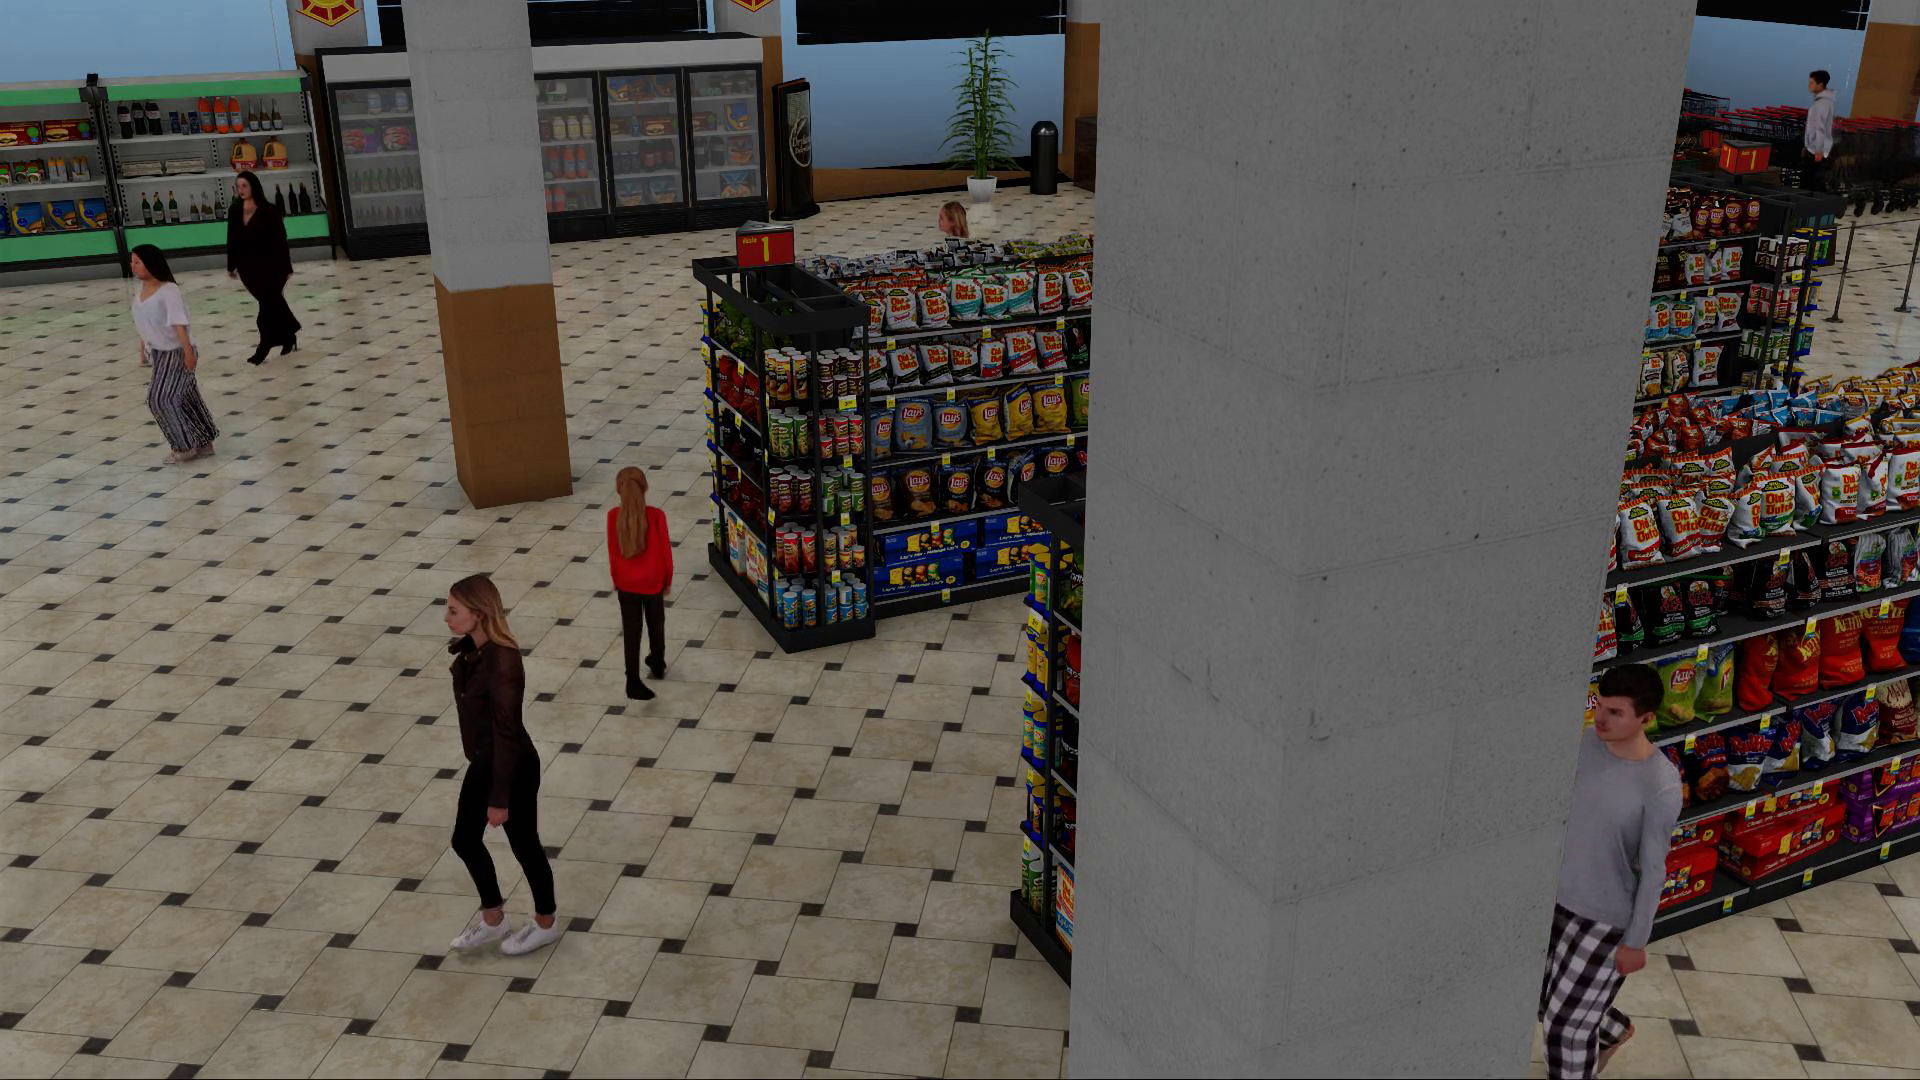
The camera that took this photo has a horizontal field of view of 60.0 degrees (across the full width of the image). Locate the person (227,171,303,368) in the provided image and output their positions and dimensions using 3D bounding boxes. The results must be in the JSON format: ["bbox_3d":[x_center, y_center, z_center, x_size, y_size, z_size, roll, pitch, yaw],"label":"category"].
[{"bbox_3d":[-6.233,-2.441,15.008,1.183,1.708,1.190,6,23,14],"label":"person"}]

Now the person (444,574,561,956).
[{"bbox_3d":[-1.761,0.907,6.695,0.707,1.694,0.678,-14,26,-31],"label":"person"}]

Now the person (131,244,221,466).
[{"bbox_3d":[-5.851,-1.412,12.511,0.825,1.661,0.897,19,29,39],"label":"person"}]

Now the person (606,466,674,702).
[{"bbox_3d":[-1.716,0.253,8.904,0.851,1.259,0.713,-1,22,-2],"label":"person"}]

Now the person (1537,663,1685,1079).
[{"bbox_3d":[2.229,1.231,5.701,0.766,1.833,0.637,-10,24,-22],"label":"person"}]

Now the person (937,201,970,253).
[{"bbox_3d":[0.066,-1.728,13.140,1.159,1.778,0.763,-4,22,-10],"label":"person"}]

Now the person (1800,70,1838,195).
[{"bbox_3d":[10.894,-4.918,20.920,1.025,1.895,0.962,7,23,18],"label":"person"}]
